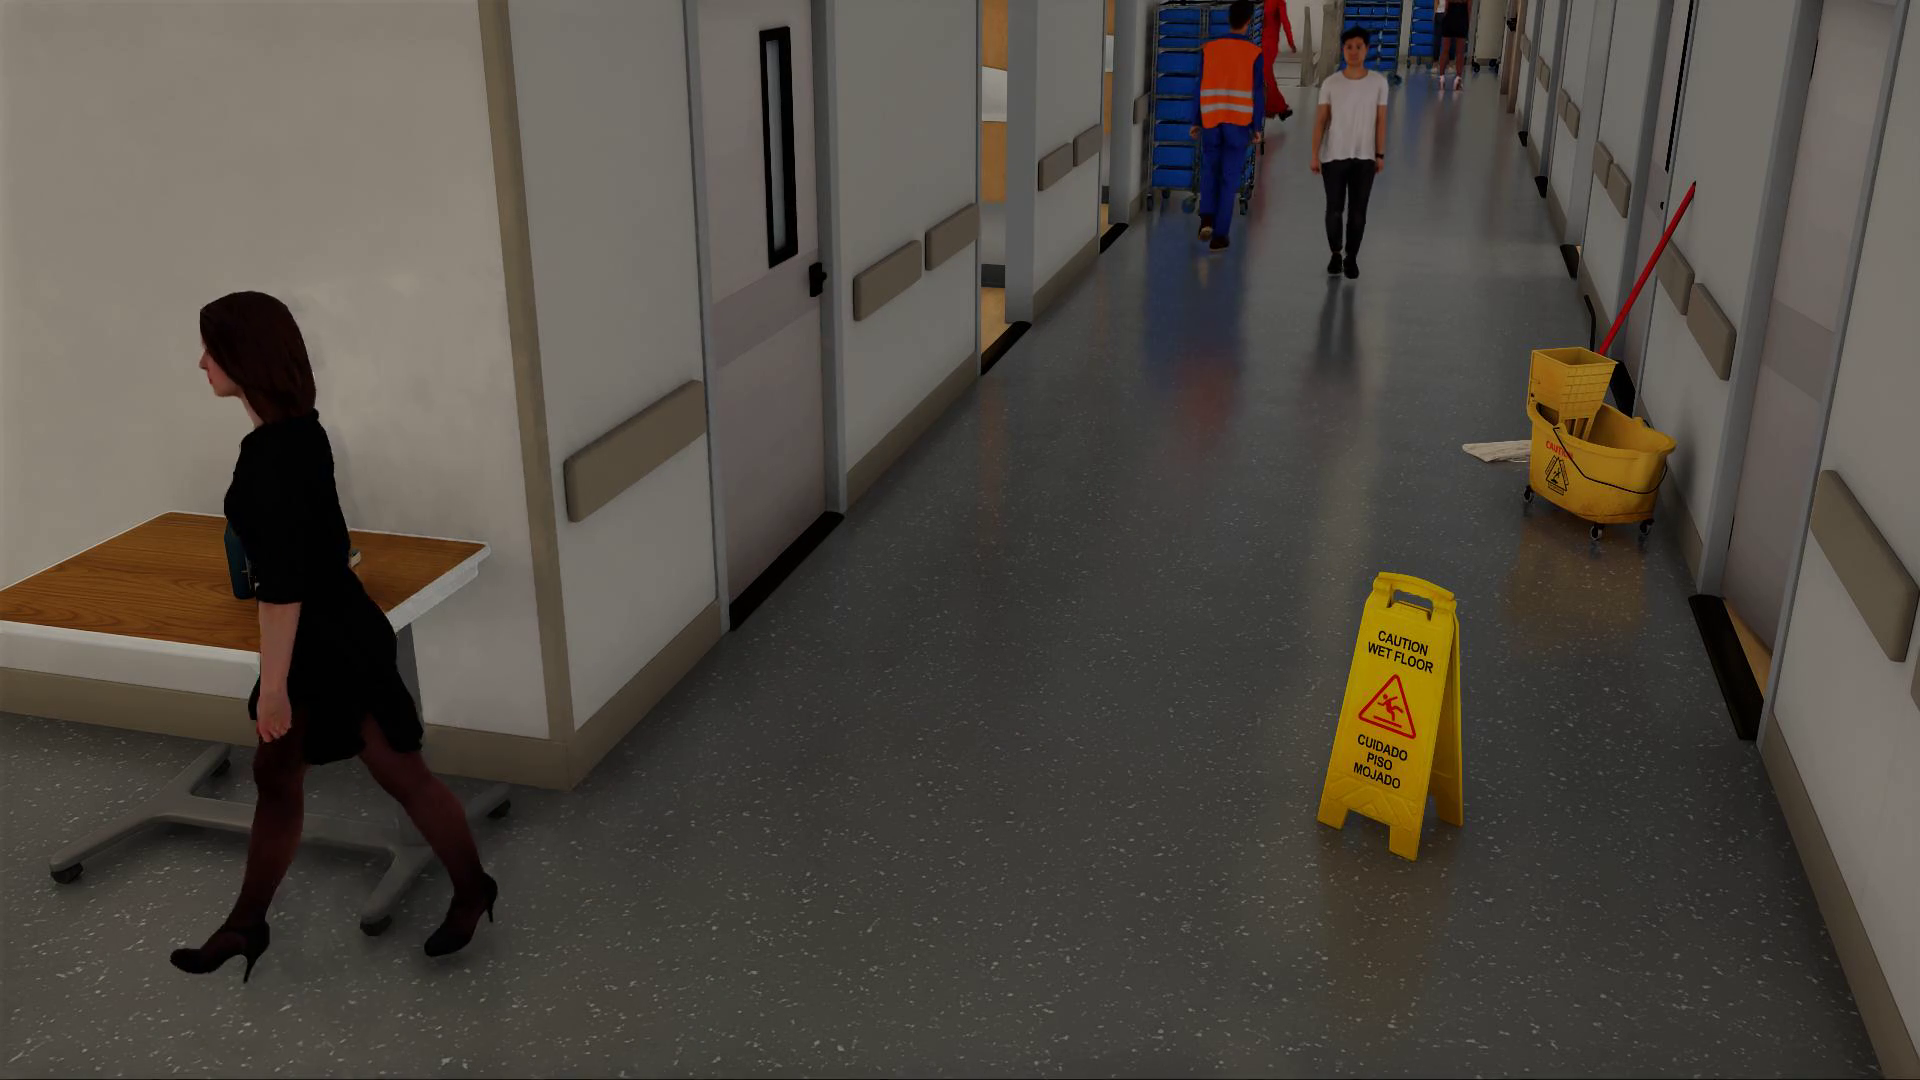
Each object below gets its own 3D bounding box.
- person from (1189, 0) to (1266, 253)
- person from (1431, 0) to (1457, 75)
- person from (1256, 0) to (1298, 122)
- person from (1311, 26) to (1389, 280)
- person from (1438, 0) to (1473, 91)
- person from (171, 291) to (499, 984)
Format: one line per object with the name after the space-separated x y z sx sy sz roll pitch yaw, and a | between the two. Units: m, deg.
1.978 -3.081 12.485 0.772 1.846 0.765 9 22 22 | person
7.762 -8.365 26.488 0.604 1.808 0.486 6 22 15 | person
3.563 -5.762 19.734 1.220 1.725 1.158 -11 23 -27 | person
2.743 -2.726 11.699 0.639 1.707 0.700 5 21 14 | person
7.176 -7.446 24.093 0.553 1.786 0.547 7 22 18 | person
-1.391 0.265 3.907 1.085 1.664 1.078 -9 22 -22 | person
